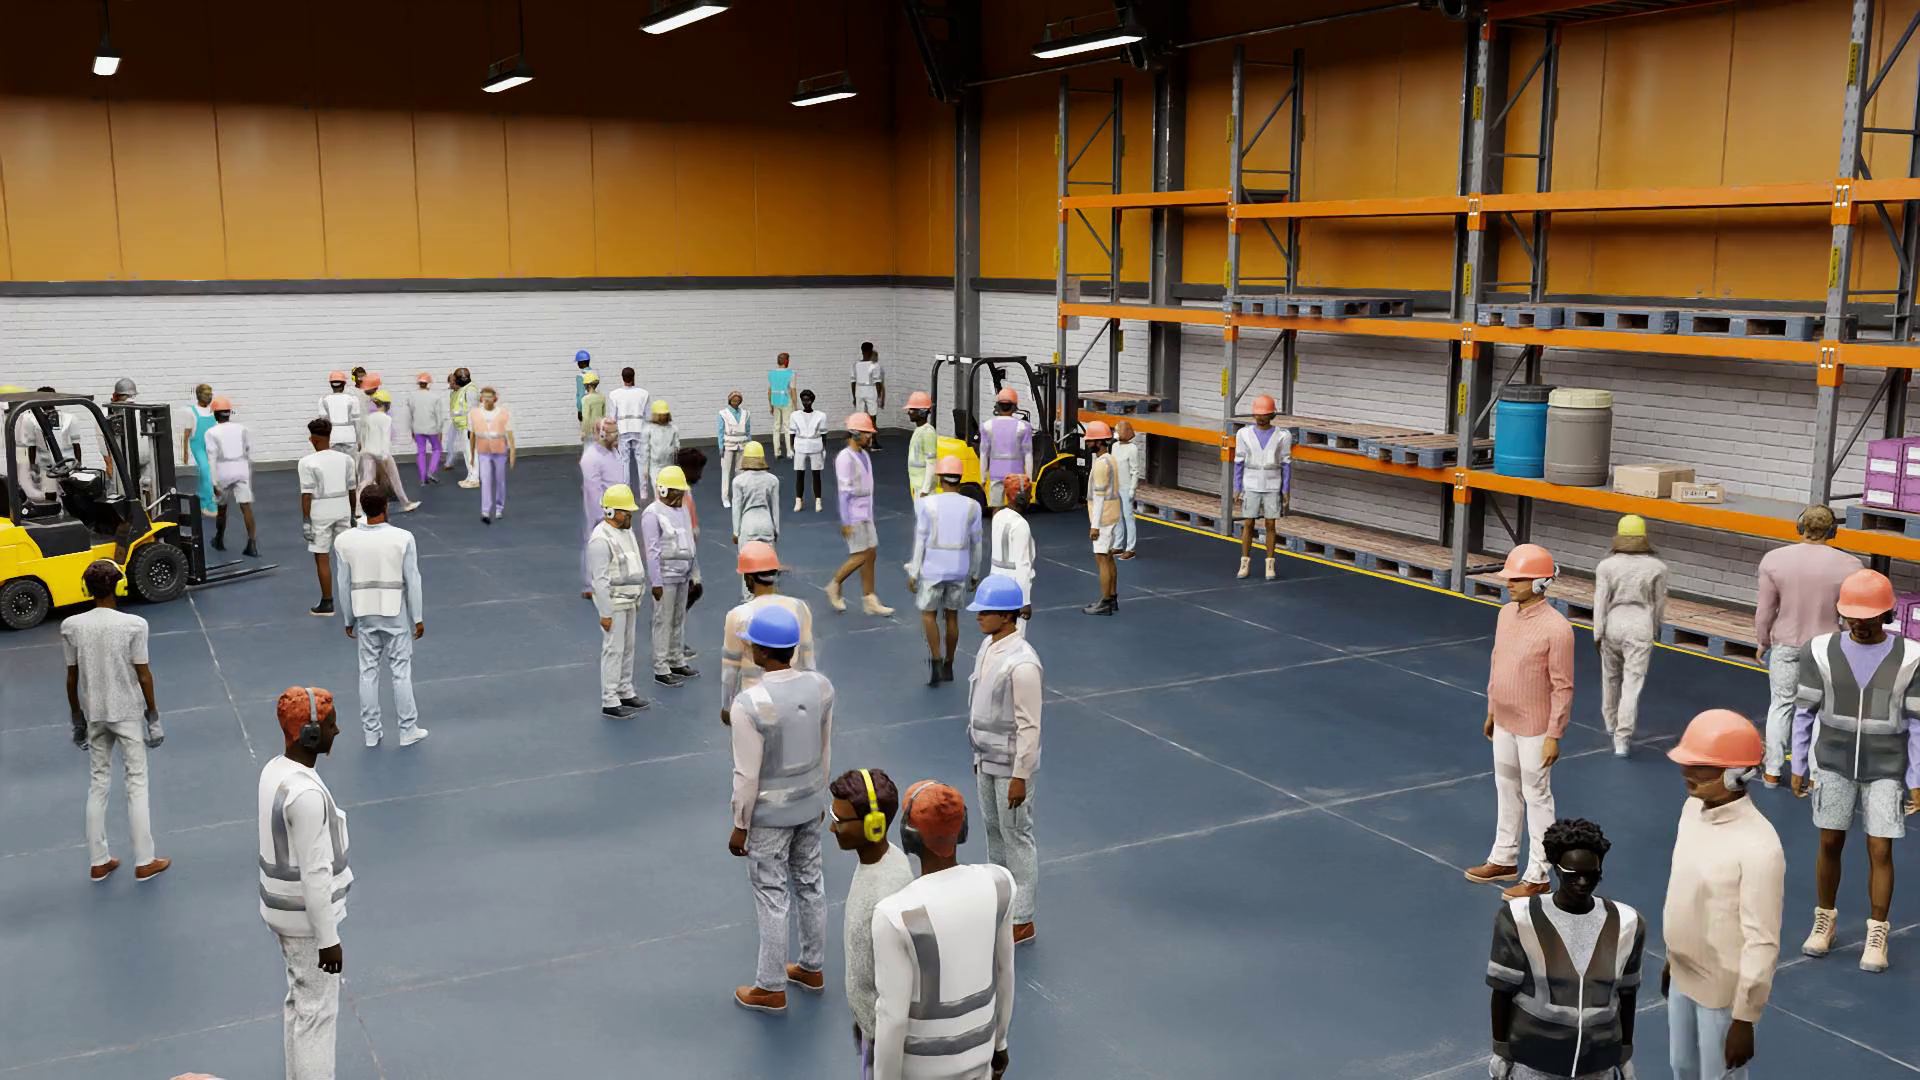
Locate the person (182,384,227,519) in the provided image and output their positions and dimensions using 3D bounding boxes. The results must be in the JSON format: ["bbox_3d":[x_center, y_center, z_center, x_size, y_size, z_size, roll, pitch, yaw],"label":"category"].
[{"bbox_3d":[-10.065,-1.178,22.311,0.861,1.806,0.559,5,11,28],"label":"person"}]

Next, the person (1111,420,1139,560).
[{"bbox_3d":[1.897,-0.590,19.428,0.279,1.634,0.499,-6,11,-29],"label":"person"}]

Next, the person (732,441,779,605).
[{"bbox_3d":[-2.009,-0.105,16.353,0.480,1.733,0.334,-6,11,-29],"label":"person"}]

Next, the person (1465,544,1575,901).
[{"bbox_3d":[3.119,1.003,9.220,0.380,1.994,0.622,-3,10,-18],"label":"person"}]

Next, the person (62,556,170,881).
[{"bbox_3d":[-4.828,1.024,9.503,0.514,1.861,0.339,0,10,2],"label":"person"}]

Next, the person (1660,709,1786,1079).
[{"bbox_3d":[2.678,1.574,5.968,0.401,1.988,0.639,0,10,-1],"label":"person"}]

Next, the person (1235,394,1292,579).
[{"bbox_3d":[3.303,-0.575,18.171,0.611,2.040,0.393,2,10,12],"label":"person"}]

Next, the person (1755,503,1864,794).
[{"bbox_3d":[5.613,0.717,11.028,0.635,1.938,0.361,6,12,31],"label":"person"}]

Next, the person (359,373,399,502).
[{"bbox_3d":[-8.275,-1.442,23.621,0.535,1.875,0.628,-4,11,-24],"label":"person"}]

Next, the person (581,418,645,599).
[{"bbox_3d":[-3.563,-0.301,17.054,0.725,1.884,0.651,3,10,18],"label":"person"}]

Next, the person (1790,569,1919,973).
[{"bbox_3d":[4.503,1.140,8.353,0.617,2.028,0.409,7,12,35],"label":"person"}]

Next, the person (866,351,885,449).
[{"bbox_3d":[-1.645,-2.586,30.531,0.534,1.783,0.914,-2,10,-10],"label":"person"}]

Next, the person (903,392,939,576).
[{"bbox_3d":[-0.433,-0.621,18.430,0.381,2.045,0.605,-2,10,-12],"label":"person"}]

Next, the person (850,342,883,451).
[{"bbox_3d":[-1.674,-2.586,29.962,0.600,1.967,0.369,5,11,24],"label":"person"}]

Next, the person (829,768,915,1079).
[{"bbox_3d":[-0.292,1.678,5.726,0.331,1.863,0.508,-1,10,-8],"label":"person"}]

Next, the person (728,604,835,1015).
[{"bbox_3d":[-0.845,1.262,7.858,0.381,1.951,0.605,8,13,38],"label":"person"}]

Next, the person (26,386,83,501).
[{"bbox_3d":[-11.092,-0.916,20.400,0.608,1.956,0.391,-3,10,-14],"label":"person"}]

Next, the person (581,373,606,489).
[{"bbox_3d":[-5.545,-1.643,25.116,0.311,1.766,0.533,5,11,25],"label":"person"}]

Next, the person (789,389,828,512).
[{"bbox_3d":[-2.092,-1.228,22.922,0.541,1.696,0.315,0,10,-1],"label":"person"}]

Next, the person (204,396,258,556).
[{"bbox_3d":[-8.641,-0.755,19.704,0.546,1.881,1.007,-9,13,-42],"label":"person"}]

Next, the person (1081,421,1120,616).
[{"bbox_3d":[1.384,-0.215,16.446,0.392,1.930,0.539,2,10,14],"label":"person"}]

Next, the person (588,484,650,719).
[{"bbox_3d":[-2.627,0.470,12.805,0.403,1.819,0.601,2,10,9],"label":"person"}]

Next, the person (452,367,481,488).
[{"bbox_3d":[-7.515,-1.718,25.373,0.429,1.830,0.638,-5,11,-28],"label":"person"}]

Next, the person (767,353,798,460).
[{"bbox_3d":[-3.056,-2.296,28.636,0.564,1.847,0.396,5,11,28],"label":"person"}]

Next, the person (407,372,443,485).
[{"bbox_3d":[-8.199,-1.707,25.563,0.580,1.731,0.415,1,10,5],"label":"person"}]

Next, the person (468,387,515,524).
[{"bbox_3d":[-6.196,-1.122,22.014,0.588,1.790,0.955,-2,10,-10],"label":"person"}]

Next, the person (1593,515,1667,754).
[{"bbox_3d":[4.847,0.661,12.069,0.483,1.687,0.943,4,11,24],"label":"person"}]

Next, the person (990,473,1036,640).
[{"bbox_3d":[0.411,0.412,12.979,0.351,1.878,0.569,-3,10,-16],"label":"person"}]

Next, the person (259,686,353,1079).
[{"bbox_3d":[-2.605,1.506,6.673,0.361,1.879,0.583,-6,12,-32],"label":"person"}]

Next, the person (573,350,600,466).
[{"bbox_3d":[-6.249,-2.211,27.892,0.417,1.939,0.605,3,10,19],"label":"person"}]

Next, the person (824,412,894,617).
[{"bbox_3d":[-1.006,-0.242,16.315,0.682,2.026,0.677,4,11,22],"label":"person"}]

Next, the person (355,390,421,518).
[{"bbox_3d":[-7.833,-1.164,22.541,0.544,1.711,0.942,6,12,33],"label":"person"}]

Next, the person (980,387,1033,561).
[{"bbox_3d":[0.541,-0.738,19.113,0.614,2.038,0.396,2,10,9],"label":"person"}]

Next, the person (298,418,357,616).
[{"bbox_3d":[-6.243,-0.231,16.448,0.390,1.956,0.611,7,12,34],"label":"person"}]

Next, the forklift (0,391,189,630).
[{"bbox_3d":[-9.026,-0.363,16.508,1.214,2.155,2.313,6,11,29],"label":"forklift"}]

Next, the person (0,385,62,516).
[{"bbox_3d":[-11.915,-1.036,21.201,0.589,1.907,0.613,5,11,28],"label":"person"}]

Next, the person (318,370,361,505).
[{"bbox_3d":[-8.659,-1.404,23.277,0.546,1.926,0.388,-3,10,-15],"label":"person"}]

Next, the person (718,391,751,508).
[{"bbox_3d":[-3.165,-1.279,23.384,0.514,1.639,0.310,-7,12,-34],"label":"person"}]

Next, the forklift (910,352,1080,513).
[{"bbox_3d":[0.460,-1.461,22.833,2.313,2.155,1.214,-5,11,-28],"label":"forklift"}]

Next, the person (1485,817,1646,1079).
[{"bbox_3d":[2.059,1.765,5.695,0.533,1.697,0.318,0,10,1],"label":"person"}]

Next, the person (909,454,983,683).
[{"bbox_3d":[-0.123,0.257,13.727,0.639,1.916,0.605,-3,10,-17],"label":"person"}]

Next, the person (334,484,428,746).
[{"bbox_3d":[-4.189,0.549,12.048,0.588,1.922,0.390,0,10,-1],"label":"person"}]

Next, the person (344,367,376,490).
[{"bbox_3d":[-9.030,-1.689,25.115,0.322,1.862,0.508,6,12,31],"label":"person"}]

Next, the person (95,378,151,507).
[{"bbox_3d":[-10.317,-1.012,20.687,0.536,2.000,0.684,6,11,29],"label":"person"}]

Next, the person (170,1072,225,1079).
[{"bbox_3d":[-1.547,2.037,3.525,0.409,1.907,0.648,3,10,16],"label":"person"}]

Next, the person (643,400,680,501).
[{"bbox_3d":[-3.817,-0.940,21.205,0.491,1.721,0.741,-6,12,-33],"label":"person"}]

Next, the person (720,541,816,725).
[{"bbox_3d":[-1.184,0.946,9.826,0.538,1.894,0.893,-9,13,-42],"label":"person"}]

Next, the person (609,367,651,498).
[{"bbox_3d":[-4.772,-1.544,24.113,0.597,1.914,0.370,-4,10,-19],"label":"person"}]

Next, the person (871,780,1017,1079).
[{"bbox_3d":[-0.059,1.707,5.482,0.584,1.882,0.337,-8,13,-40],"label":"person"}]

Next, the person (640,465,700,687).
[{"bbox_3d":[-2.387,0.290,13.805,0.404,1.828,0.587,3,10,19],"label":"person"}]

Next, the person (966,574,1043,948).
[{"bbox_3d":[0.222,1.133,8.607,0.391,1.948,0.605,-4,11,-22],"label":"person"}]
